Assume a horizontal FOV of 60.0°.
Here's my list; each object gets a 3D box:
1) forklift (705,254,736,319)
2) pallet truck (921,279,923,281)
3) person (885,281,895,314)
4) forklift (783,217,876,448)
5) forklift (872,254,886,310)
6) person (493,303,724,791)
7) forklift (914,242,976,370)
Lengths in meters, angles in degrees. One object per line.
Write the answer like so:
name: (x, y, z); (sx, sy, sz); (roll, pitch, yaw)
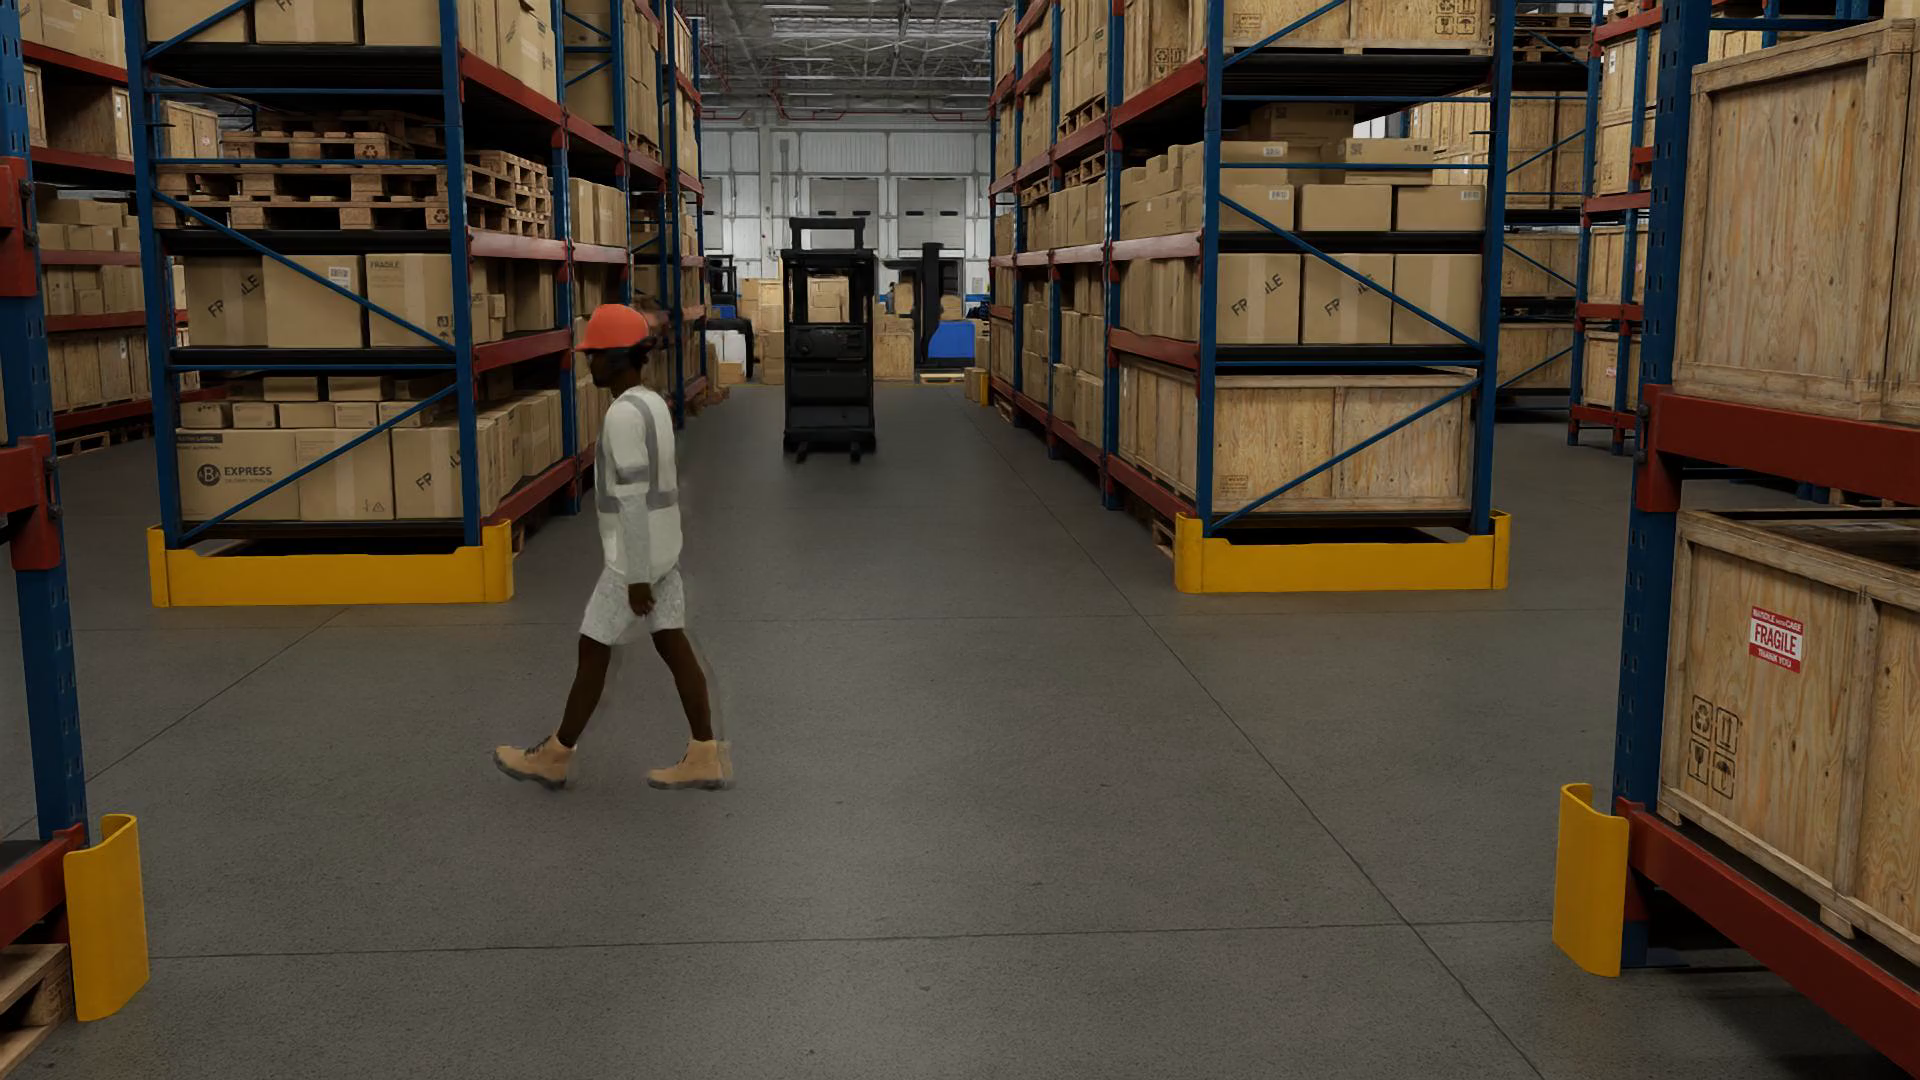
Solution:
forklift: (-8.230, -8.396, 57.051); (1.129, 2.768, 1.873); (-1, 9, -4)
pallet truck: (-0.932, -8.922, 63.114); (1.885, 1.965, 0.823); (2, 9, 13)
person: (-2.064, -7.091, 51.846); (0.630, 1.930, 0.383); (6, 11, 35)
forklift: (-1.636, -2.613, 20.736); (1.129, 2.768, 1.873); (-1, 9, -4)
forklift: (-3.336, -8.384, 56.975); (1.129, 2.768, 1.873); (-5, 10, -30)
person: (-1.436, 0.049, 6.785); (1.018, 1.992, 0.629); (1, 9, 5)
forklift: (-0.619, -5.162, 36.742); (1.873, 2.768, 1.129); (-1, 9, -5)
